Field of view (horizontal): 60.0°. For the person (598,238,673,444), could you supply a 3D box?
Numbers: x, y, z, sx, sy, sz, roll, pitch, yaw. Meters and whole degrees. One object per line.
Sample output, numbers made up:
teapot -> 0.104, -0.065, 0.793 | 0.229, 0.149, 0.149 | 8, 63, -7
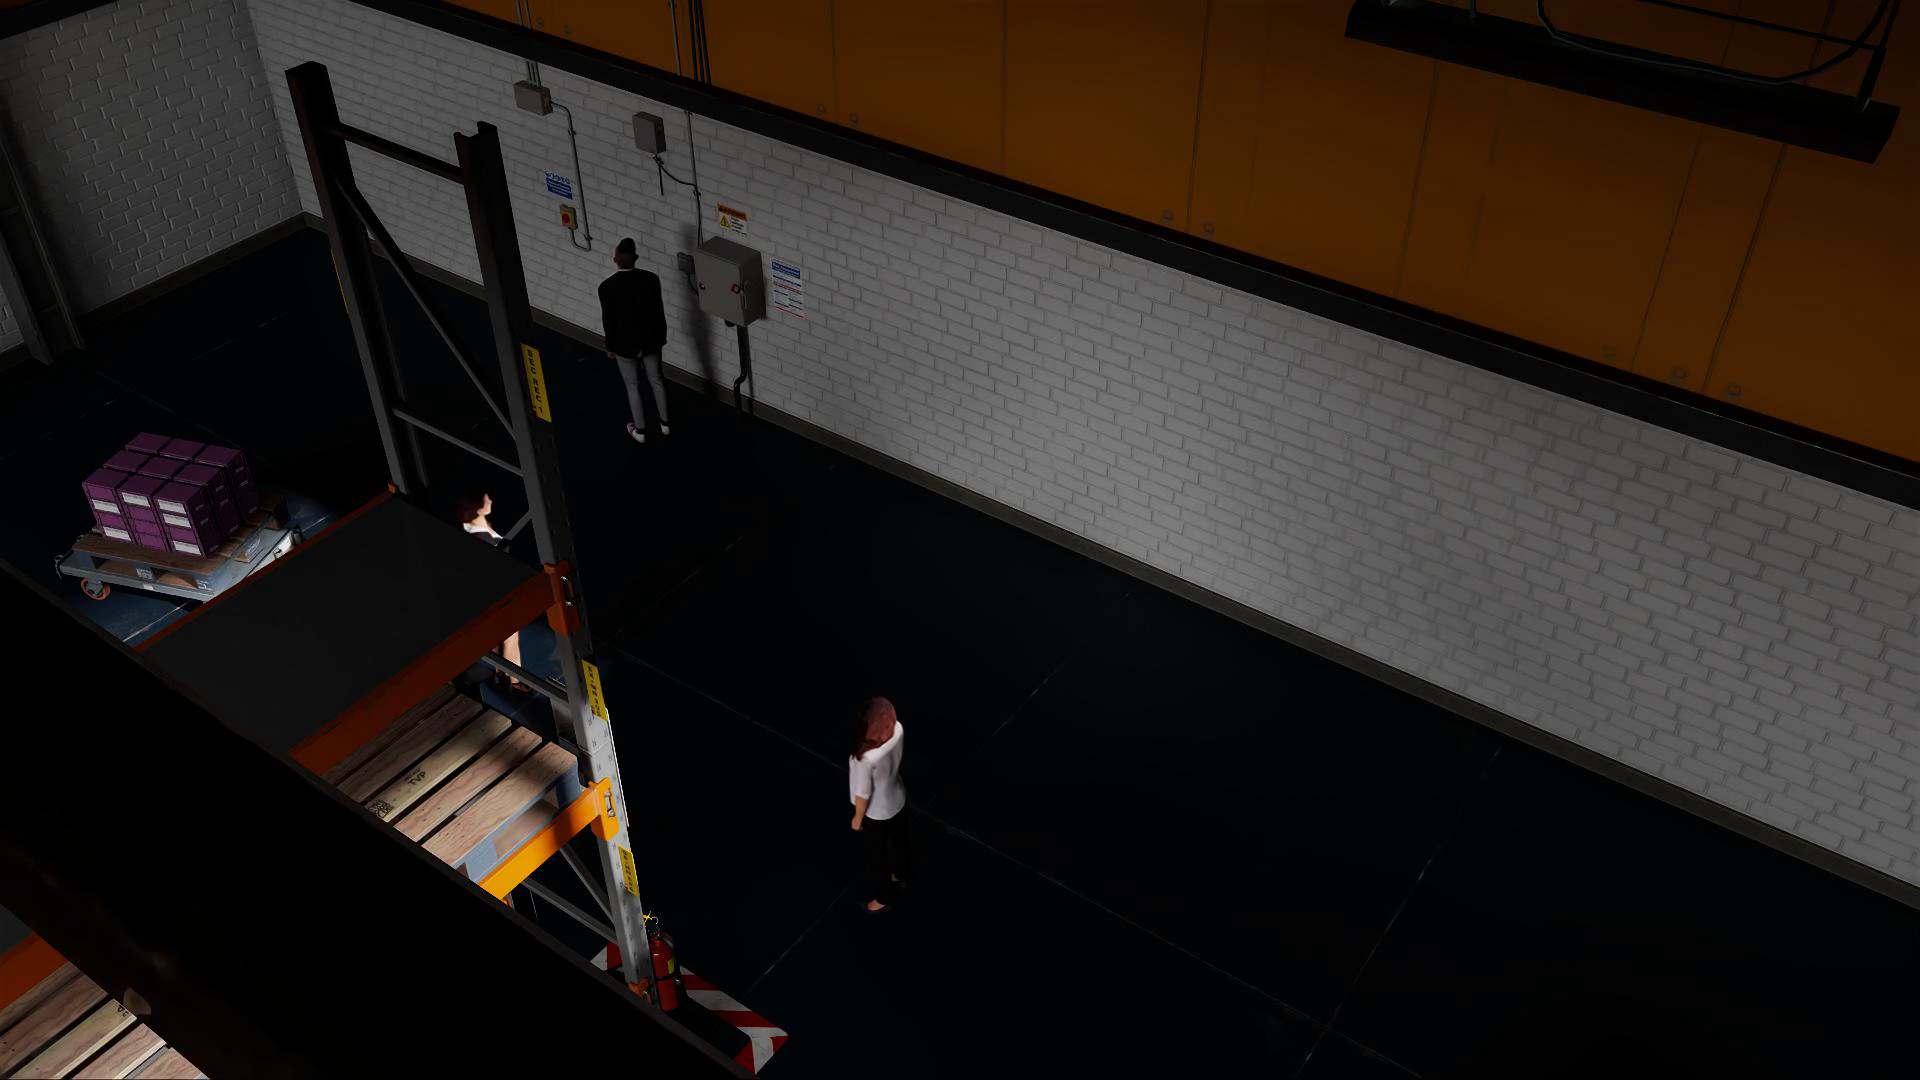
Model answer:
person -> -2.742, -1.718, 14.142 | 0.722, 1.949, 0.855 | -17, 42, -20

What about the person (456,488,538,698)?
person -> -3.257, 0.376, 11.643 | 0.611, 1.796, 0.529 | 31, 48, 33

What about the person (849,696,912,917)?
person -> -0.463, 1.613, 10.095 | 0.671, 1.795, 0.462 | 21, 43, 24
